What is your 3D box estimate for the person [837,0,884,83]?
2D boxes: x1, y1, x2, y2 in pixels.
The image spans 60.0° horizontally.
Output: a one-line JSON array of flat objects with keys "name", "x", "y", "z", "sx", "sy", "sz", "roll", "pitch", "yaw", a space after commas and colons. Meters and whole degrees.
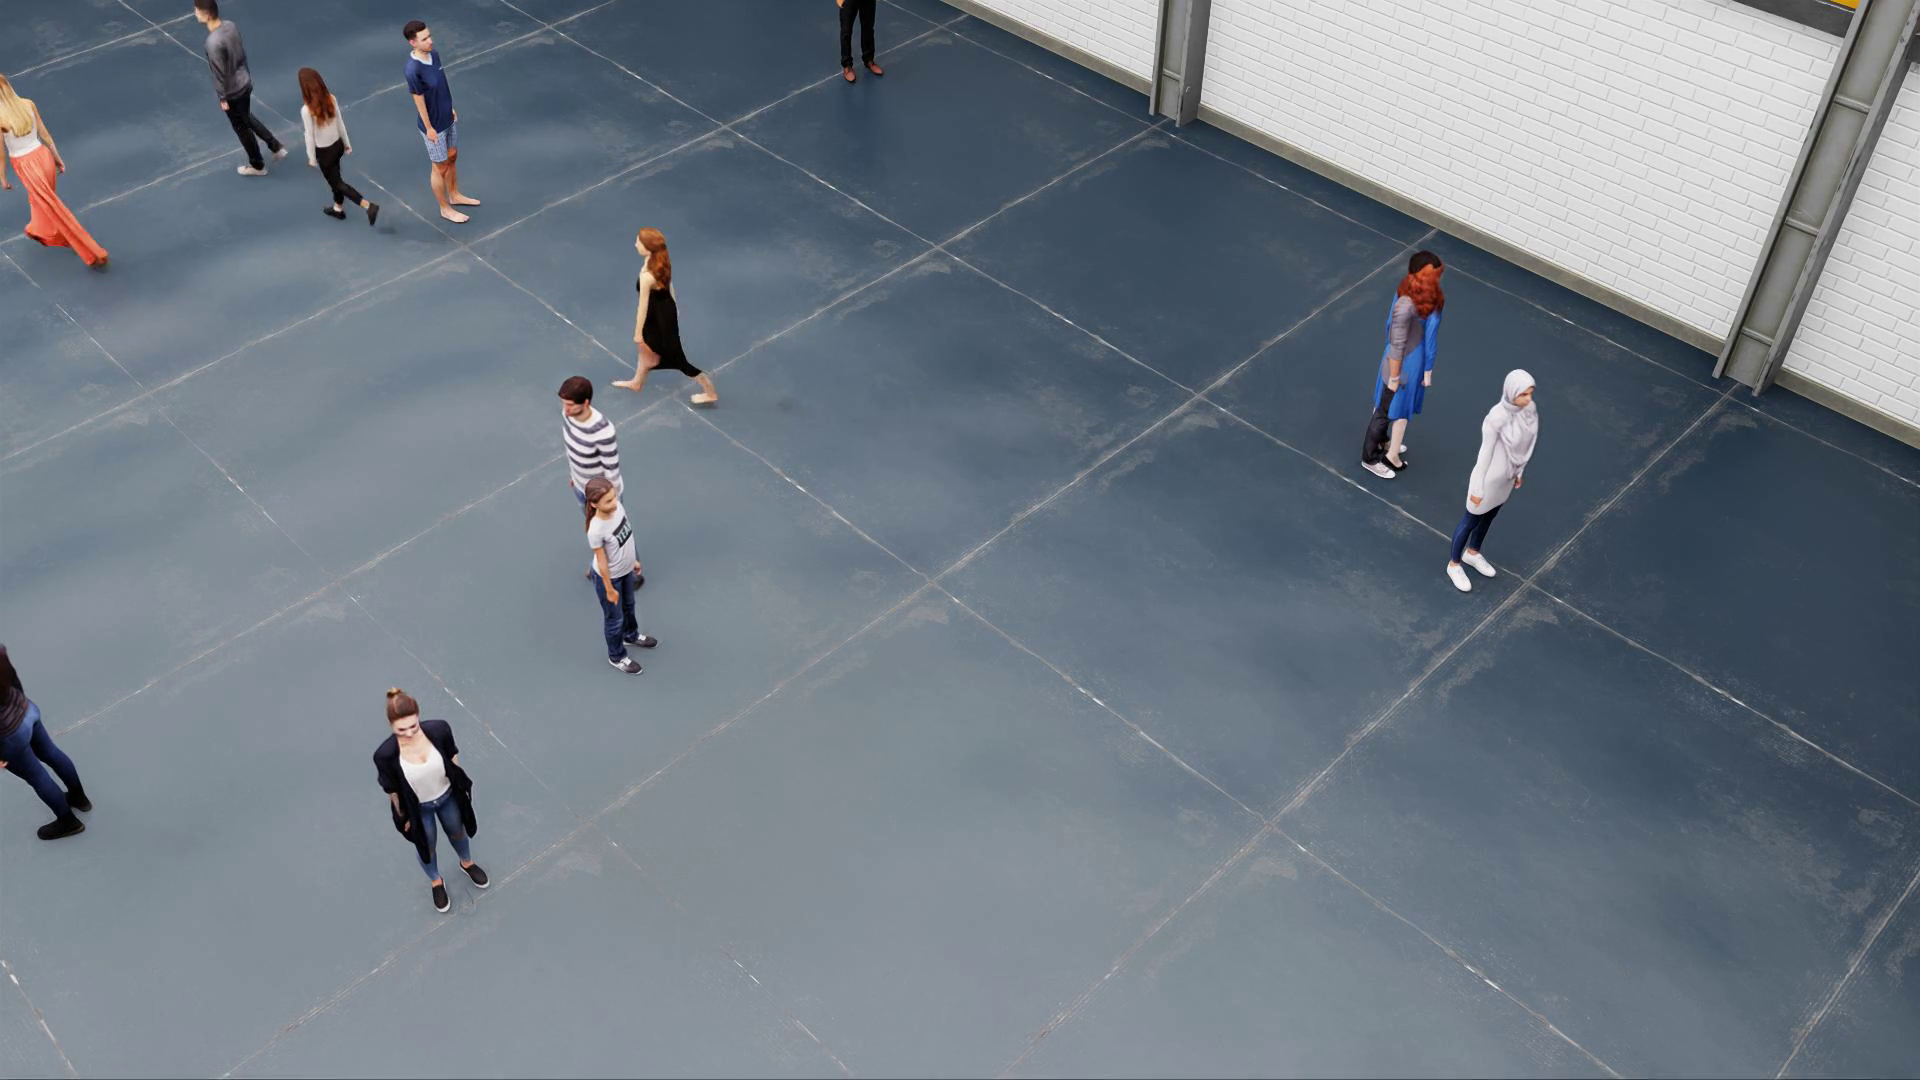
[{"name": "person", "x": -1.027, "y": -5.498, "z": 16.647, "sx": 0.719, "sy": 1.753, "sz": 0.684, "roll": -21, "pitch": 47, "yaw": -21}]

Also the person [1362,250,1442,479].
[{"name": "person", "x": 3.236, "y": -1.317, "z": 12.184, "sx": 0.646, "sy": 1.854, "sz": 0.730, "roll": 21, "pitch": 47, "yaw": 21}]

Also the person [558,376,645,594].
[{"name": "person", "x": -2.426, "y": -0.381, "z": 11.209, "sx": 0.701, "sy": 1.844, "sz": 0.443, "roll": -34, "pitch": 53, "yaw": -30}]

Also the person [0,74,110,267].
[{"name": "person", "x": -7.764, "y": -3.072, "z": 14.105, "sx": 1.343, "sy": 1.745, "sz": 0.941, "roll": 19, "pitch": 47, "yaw": 19}]

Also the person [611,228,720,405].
[{"name": "person", "x": -2.204, "y": -1.657, "z": 12.745, "sx": 1.171, "sy": 1.572, "sz": 1.016, "roll": 6, "pitch": 44, "yaw": 6}]

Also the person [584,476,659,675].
[{"name": "person", "x": -2.247, "y": 0.197, "z": 10.807, "sx": 0.646, "sy": 1.562, "sz": 0.622, "roll": 13, "pitch": 45, "yaw": 13}]

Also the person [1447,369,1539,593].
[{"name": "person", "x": 3.625, "y": -0.425, "z": 11.305, "sx": 0.652, "sy": 1.776, "sz": 0.593, "roll": -24, "pitch": 49, "yaw": -23}]

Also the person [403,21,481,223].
[{"name": "person", "x": -4.639, "y": -3.719, "z": 14.709, "sx": 0.729, "sy": 1.850, "sz": 0.709, "roll": 9, "pitch": 44, "yaw": 9}]

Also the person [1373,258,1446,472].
[{"name": "person", "x": 3.254, "y": -1.285, "z": 12.171, "sx": 0.739, "sy": 1.827, "sz": 0.600, "roll": -21, "pitch": 48, "yaw": -21}]

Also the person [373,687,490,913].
[{"name": "person", "x": -3.004, "y": 1.445, "z": 9.403, "sx": 0.659, "sy": 1.691, "sz": 0.604, "roll": -27, "pitch": 50, "yaw": -25}]

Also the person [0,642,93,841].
[{"name": "person", "x": -5.522, "y": 1.101, "z": 9.724, "sx": 0.771, "sy": 1.746, "sz": 0.707, "roll": -1, "pitch": 44, "yaw": -1}]

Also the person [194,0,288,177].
[{"name": "person", "x": -6.557, "y": -4.125, "z": 15.203, "sx": 0.894, "sy": 1.756, "sz": 0.830, "roll": 5, "pitch": 44, "yaw": 5}]

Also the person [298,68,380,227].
[{"name": "person", "x": -5.510, "y": -3.428, "z": 14.685, "sx": 0.992, "sy": 1.462, "sz": 0.759, "roll": 17, "pitch": 46, "yaw": 17}]
